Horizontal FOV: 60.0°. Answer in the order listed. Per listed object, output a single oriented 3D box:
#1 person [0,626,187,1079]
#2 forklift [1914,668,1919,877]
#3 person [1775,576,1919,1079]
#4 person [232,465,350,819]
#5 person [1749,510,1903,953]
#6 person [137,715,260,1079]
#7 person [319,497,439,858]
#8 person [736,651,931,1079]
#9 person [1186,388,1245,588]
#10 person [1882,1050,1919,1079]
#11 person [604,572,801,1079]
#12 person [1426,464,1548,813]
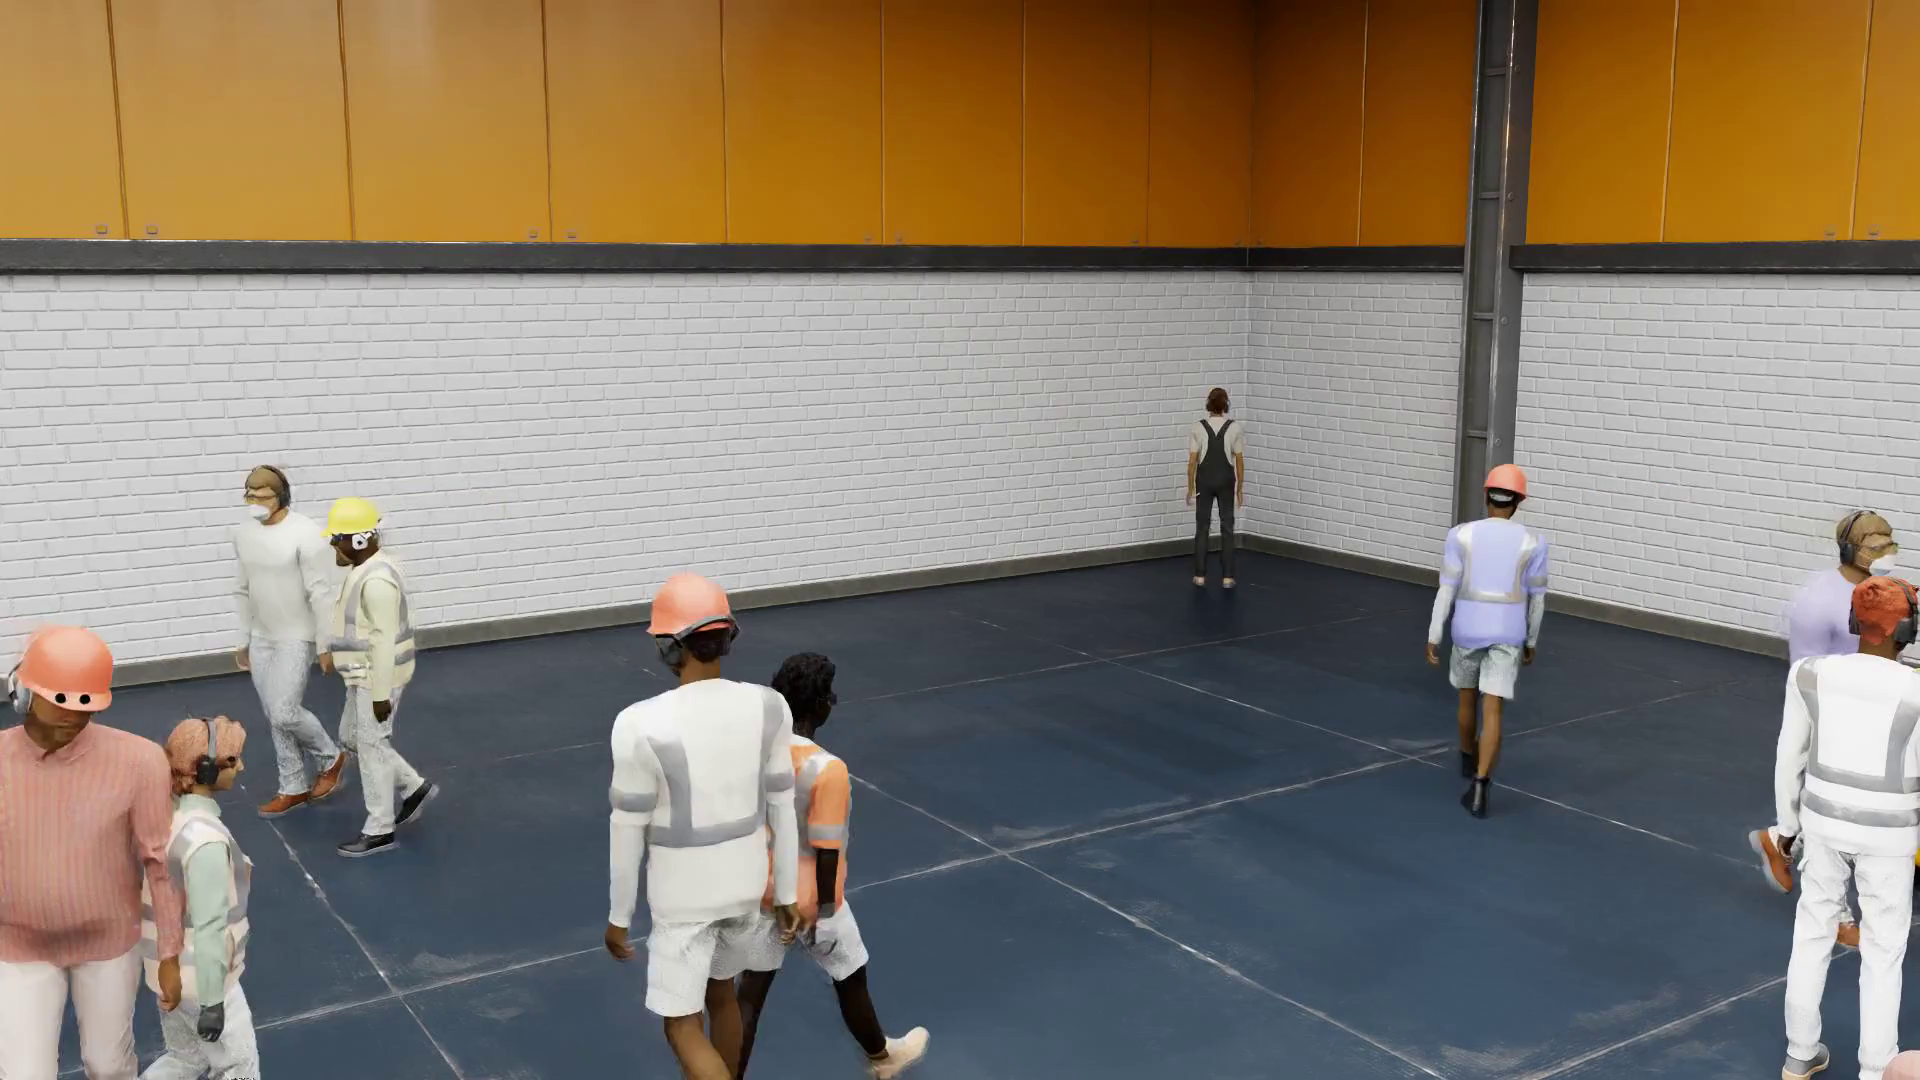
[{"bbox_3d":[-2.616,1.186,4.928,0.635,1.946,0.616,-3,10,-18],"label":"person"},{"bbox_3d":[5.511,0.571,7.906,2.313,2.155,1.214,-6,11,-33],"label":"forklift"},{"bbox_3d":[3.197,1.058,5.903,0.337,1.882,0.585,-8,12,-40],"label":"person"},{"bbox_3d":[-3.625,0.542,8.903,0.656,1.917,0.457,5,11,29],"label":"person"},{"bbox_3d":[3.823,0.801,7.323,0.631,1.926,0.624,-5,11,-29],"label":"person"},{"bbox_3d":[-2.393,1.334,5.034,0.628,1.618,0.540,-8,12,-40],"label":"person"},{"bbox_3d":[-2.945,0.674,8.415,0.477,1.814,0.626,-4,10,-23],"label":"person"},{"bbox_3d":[-0.513,1.194,5.739,0.544,1.646,0.904,9,13,43],"label":"person"},{"bbox_3d":[2.337,-0.472,15.298,0.544,1.841,0.450,2,10,9],"label":"person"},{"bbox_3d":[2.075,1.547,3.302,0.533,1.772,0.297,3,10,19],"label":"person"},{"bbox_3d":[-0.747,1.116,5.197,0.611,2.012,0.875,-8,12,-39],"label":"person"},{"bbox_3d":[2.919,0.515,9.234,0.608,1.864,0.993,3,10,20],"label":"person"}]
